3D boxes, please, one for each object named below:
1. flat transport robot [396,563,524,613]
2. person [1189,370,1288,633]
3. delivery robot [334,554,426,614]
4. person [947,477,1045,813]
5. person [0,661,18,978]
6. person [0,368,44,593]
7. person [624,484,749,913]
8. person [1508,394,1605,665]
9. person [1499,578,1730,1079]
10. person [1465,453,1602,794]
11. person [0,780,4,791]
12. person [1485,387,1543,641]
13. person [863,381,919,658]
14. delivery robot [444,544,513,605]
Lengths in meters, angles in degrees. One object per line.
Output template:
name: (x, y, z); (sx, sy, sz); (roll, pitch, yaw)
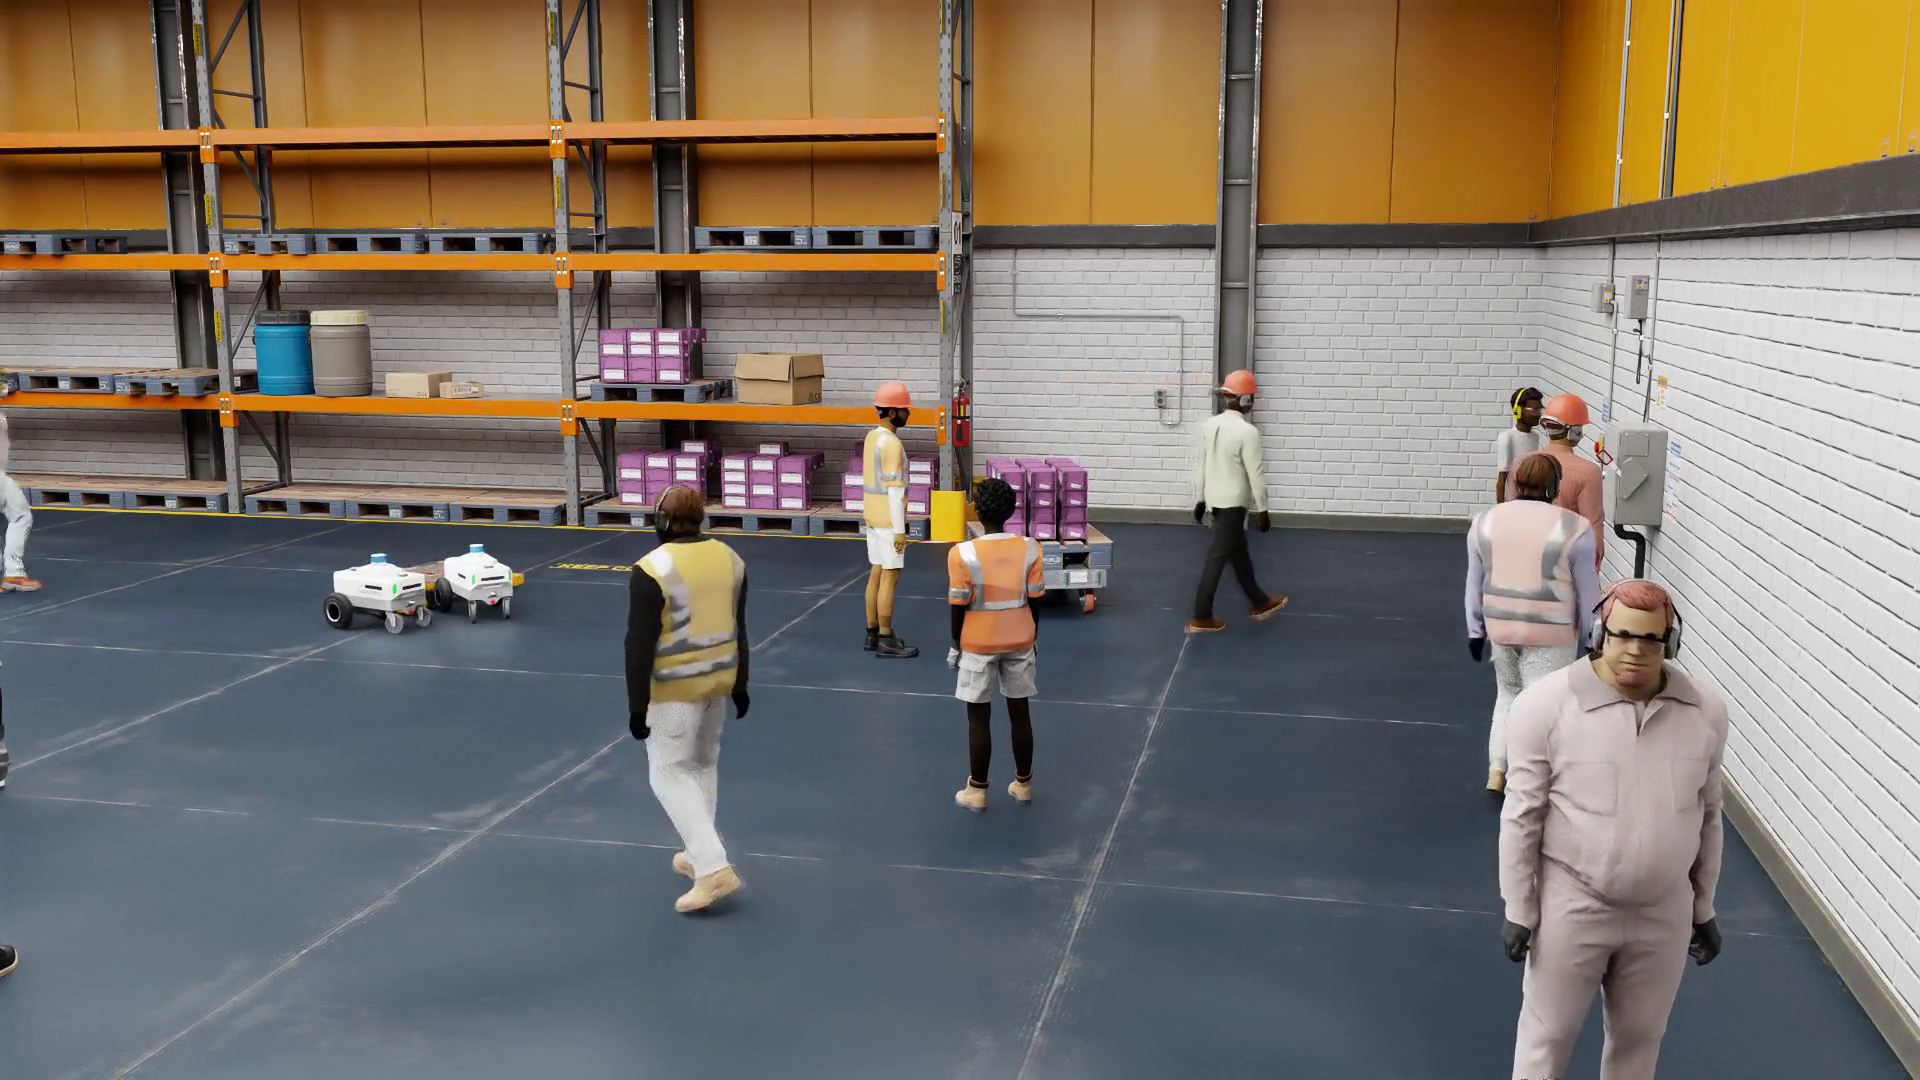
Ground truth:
flat transport robot: (-4.309, 0.358, 13.618); (0.652, 0.197, 1.431); (5, 11, 26)
person: (2.135, -0.287, 12.450); (0.991, 1.949, 0.655); (-4, 10, -23)
delivery robot: (-4.377, 0.348, 12.548); (0.707, 0.478, 0.477); (5, 11, 29)
person: (0.176, 0.527, 8.392); (0.532, 1.699, 0.318); (-4, 10, -23)
person: (-3.915, 0.756, 6.251); (0.607, 1.966, 0.367); (-4, 10, -20)
person: (-7.961, -0.503, 13.836); (0.669, 1.915, 0.651); (-7, 12, -37)
person: (-1.135, 0.667, 7.277); (0.639, 1.810, 0.659); (7, 12, 36)
person: (3.534, 0.129, 9.874); (0.385, 1.993, 0.624); (-7, 12, -37)
person: (1.863, 1.043, 4.733); (0.648, 1.904, 0.401); (0, 10, -2)
person: (2.887, 0.473, 8.362); (0.636, 1.826, 0.510); (9, 13, 44)
person: (-5.157, 0.404, 8.458); (0.369, 1.924, 0.586); (0, 10, -1)
person: (4.048, -0.178, 12.069); (0.534, 1.868, 0.310); (-9, 13, -44)
person: (-0.482, -0.144, 11.664); (0.375, 1.935, 0.551); (-4, 10, -21)
delivery robot: (-3.765, 0.275, 12.991); (0.477, 0.478, 0.707); (-6, 12, -34)
